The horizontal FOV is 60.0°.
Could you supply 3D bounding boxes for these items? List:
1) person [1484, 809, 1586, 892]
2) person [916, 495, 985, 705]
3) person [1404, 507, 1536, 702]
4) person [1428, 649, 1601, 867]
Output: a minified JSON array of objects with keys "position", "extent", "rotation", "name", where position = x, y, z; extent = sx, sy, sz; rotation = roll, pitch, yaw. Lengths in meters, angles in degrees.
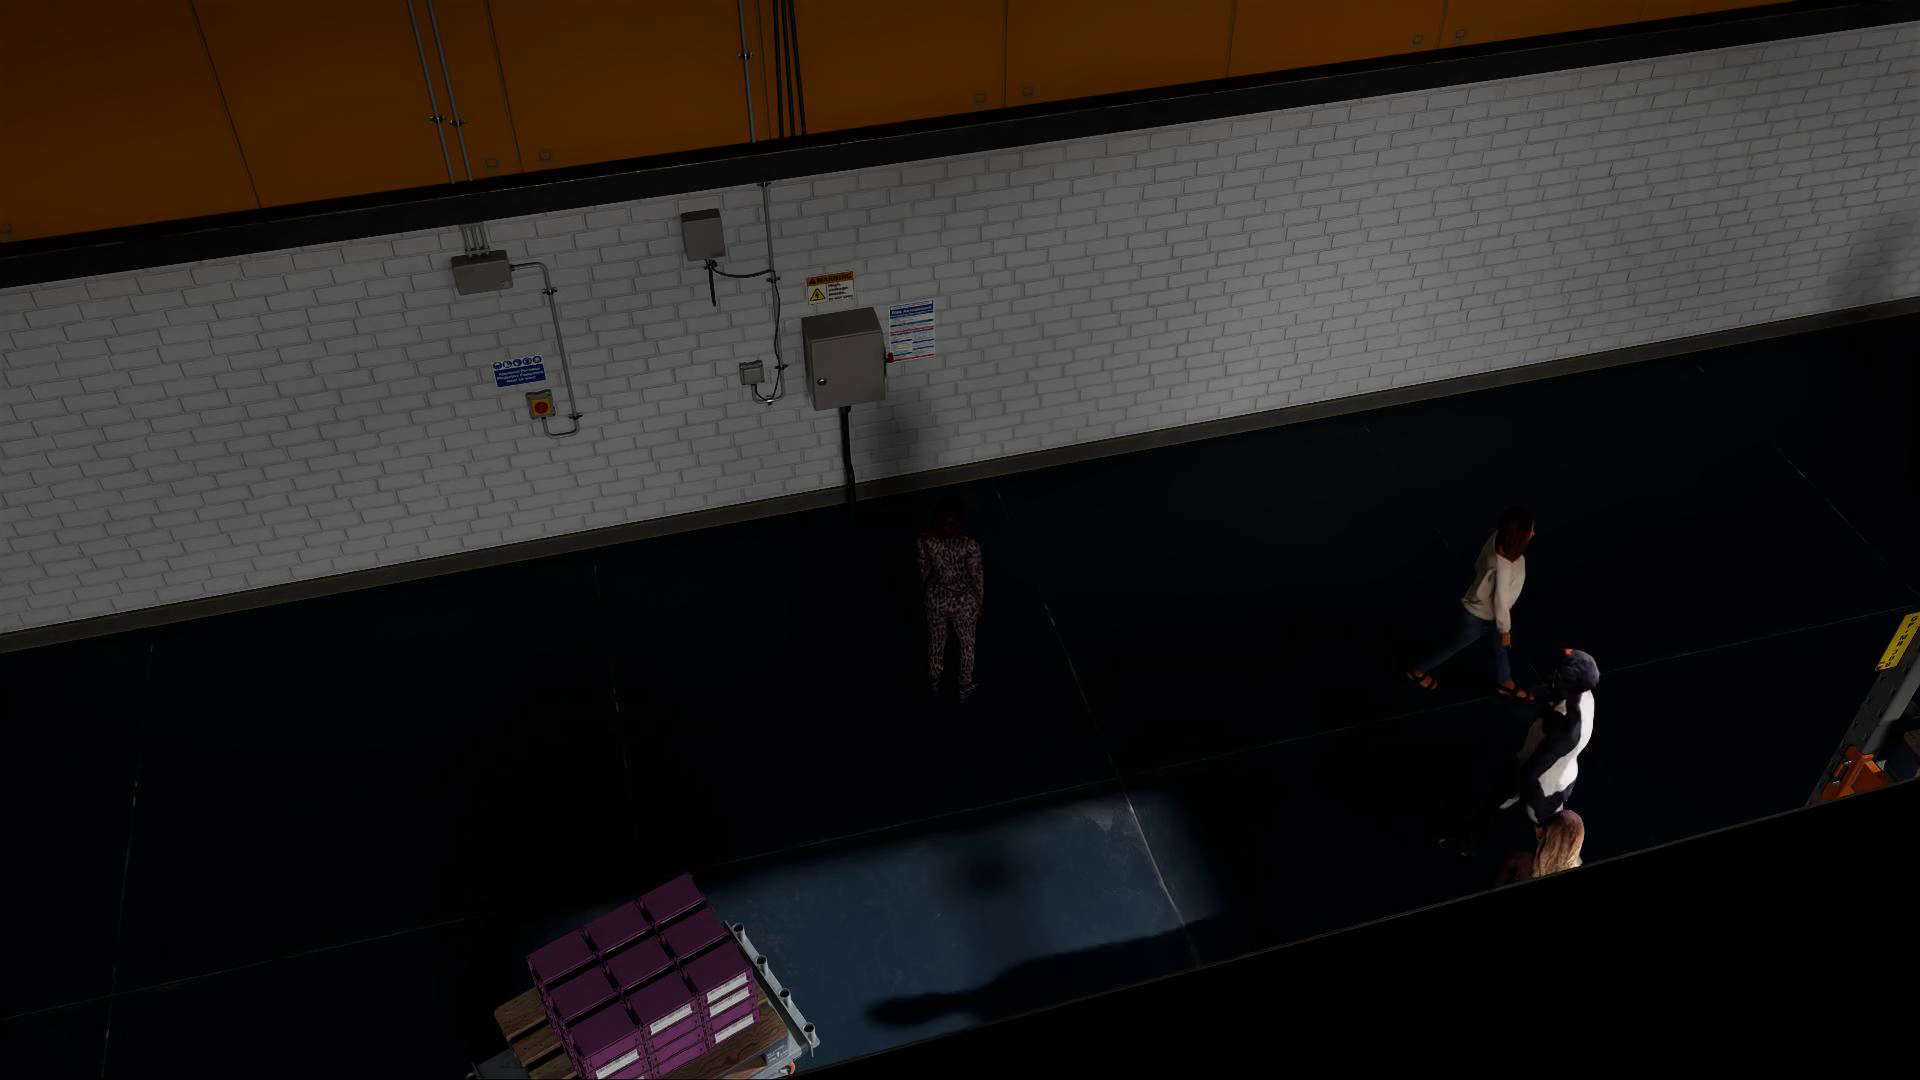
[{"position":[2.889,2.100,8.672],"extent":[0.882,1.670,0.949],"rotation":[18,46,18],"name":"person"},{"position":[-0.063,0.371,10.455],"extent":[0.682,1.714,0.724],"rotation":[14,45,15],"name":"person"},{"position":[3.203,0.421,10.457],"extent":[1.065,1.640,1.101],"rotation":[14,45,14],"name":"person"},{"position":[3.355,1.387,9.290],"extent":[1.179,1.849,1.257],"rotation":[13,45,14],"name":"person"}]
